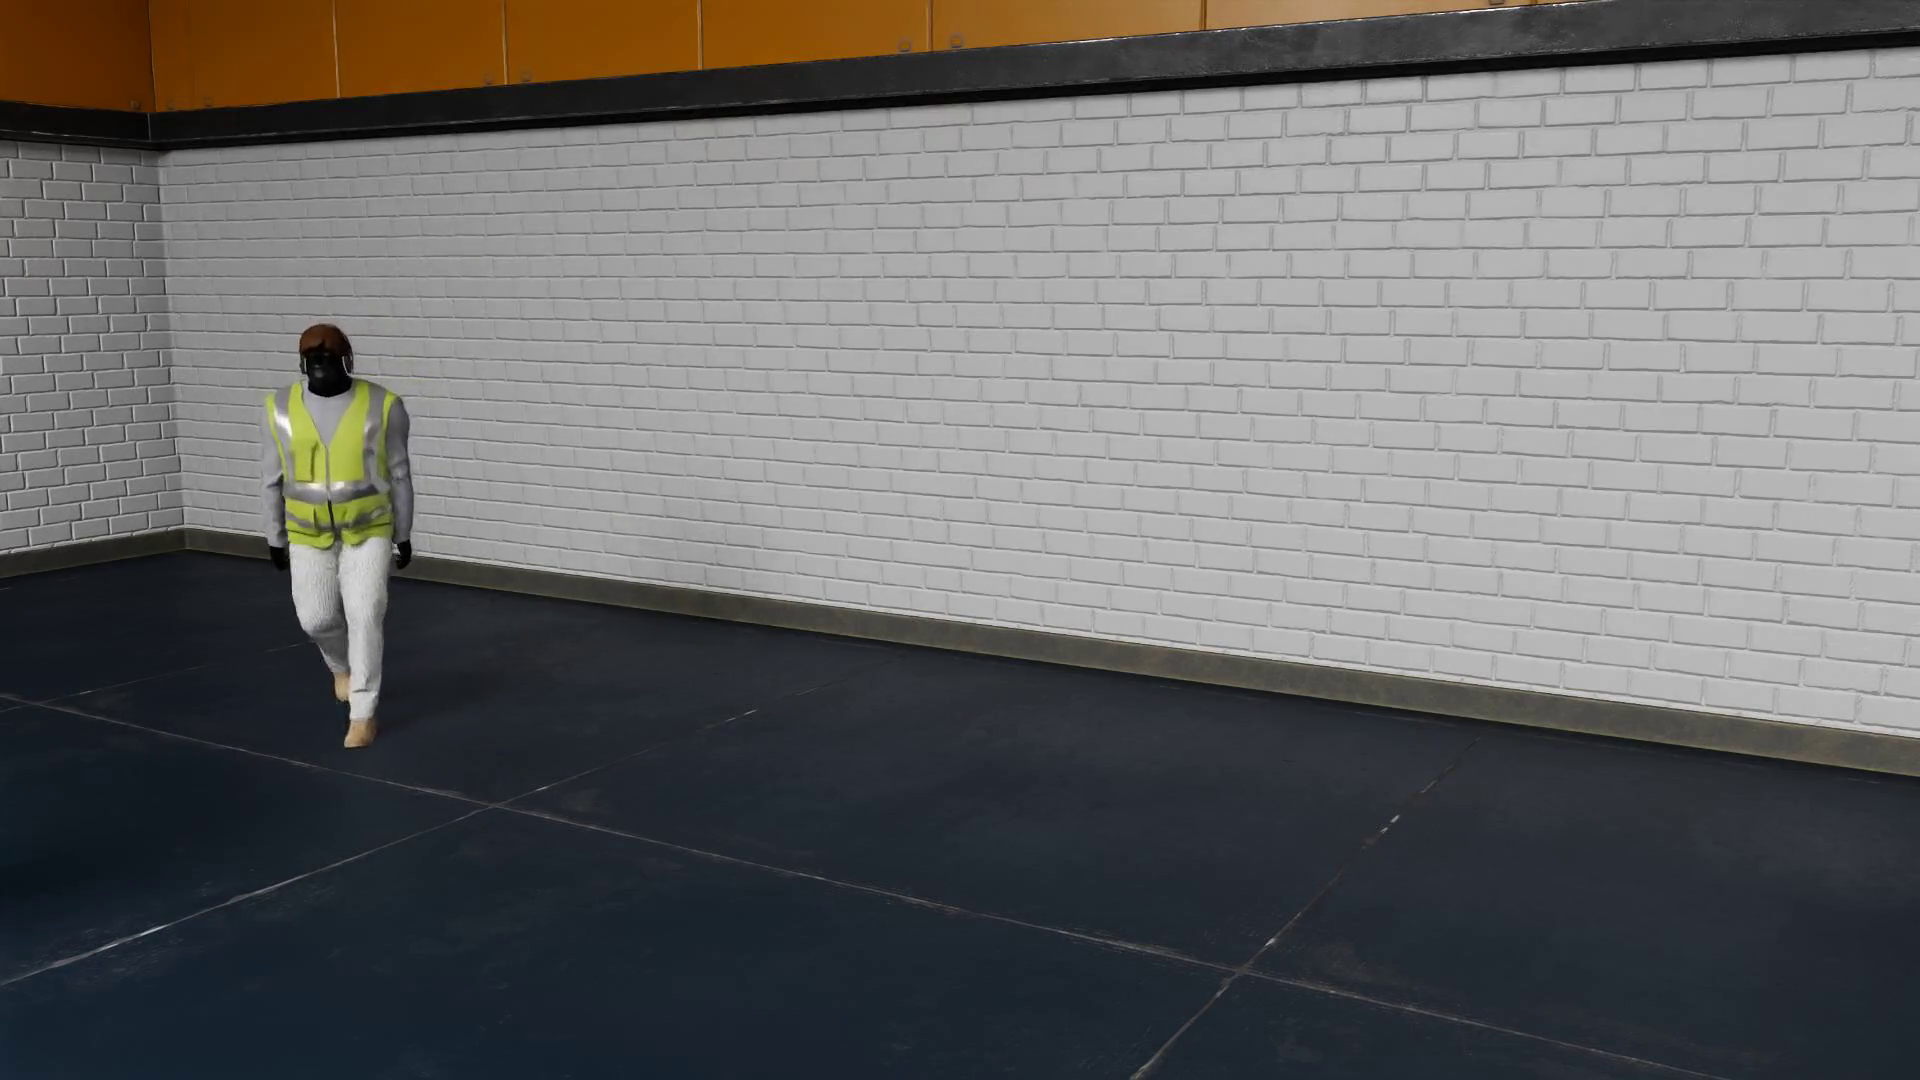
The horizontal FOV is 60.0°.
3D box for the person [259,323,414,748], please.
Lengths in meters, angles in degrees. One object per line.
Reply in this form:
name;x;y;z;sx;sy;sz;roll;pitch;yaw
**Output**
person;-2.719;-0.048;7.329;0.638;1.823;0.722;-1;9;-9
